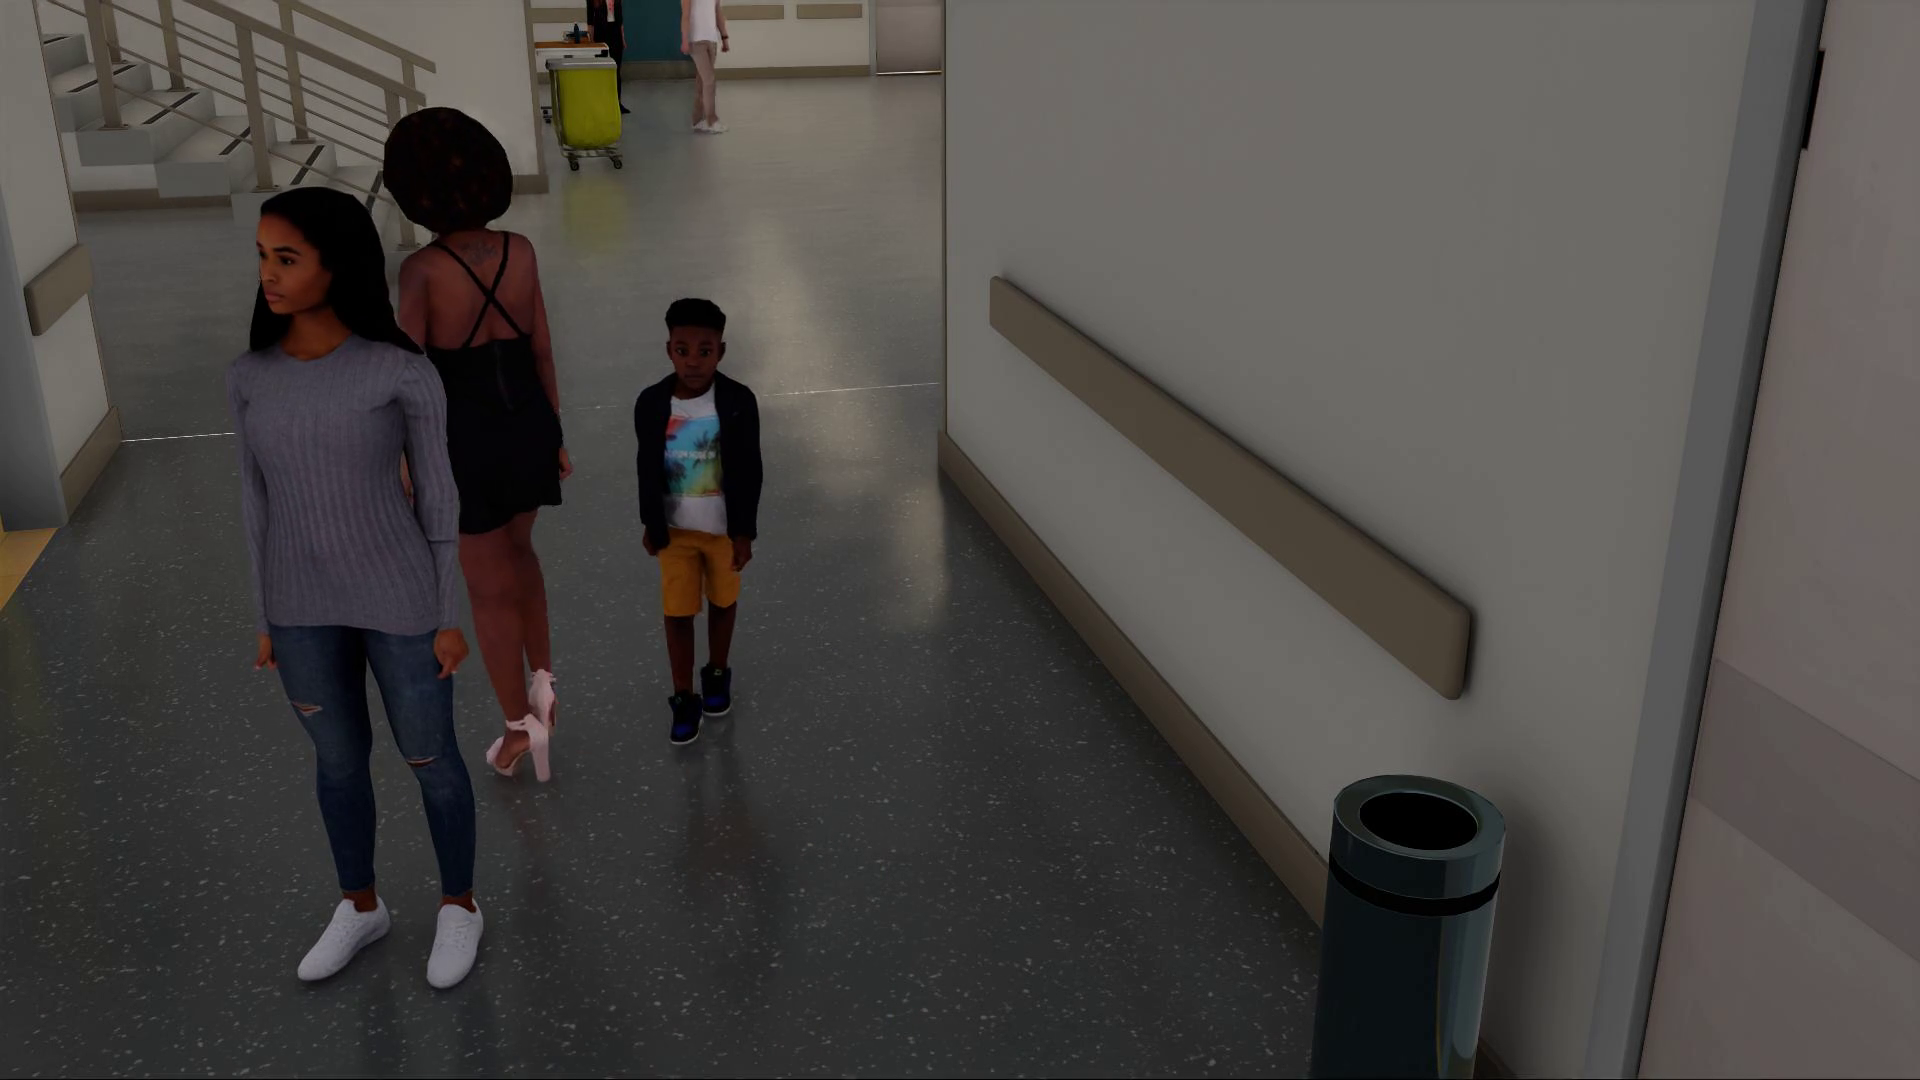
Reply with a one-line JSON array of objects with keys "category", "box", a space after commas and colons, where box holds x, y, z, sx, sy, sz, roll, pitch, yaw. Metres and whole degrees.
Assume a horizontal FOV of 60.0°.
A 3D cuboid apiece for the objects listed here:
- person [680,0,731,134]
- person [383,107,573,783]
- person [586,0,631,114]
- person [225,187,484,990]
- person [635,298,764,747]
[{"category": "person", "box": [-2.760, -5.204, 17.394, 1.027, 1.866, 0.983, 14, 25, 33]}, {"category": "person", "box": [-1.145, -0.179, 4.252, 0.762, 1.776, 0.696, 19, 28, 41]}, {"category": "person", "box": [-4.077, -5.804, 19.193, 0.583, 1.713, 0.730, -15, 25, -34]}, {"category": "person", "box": [-1.248, 0.132, 3.491, 0.591, 1.734, 0.735, 2, 21, 5]}, {"category": "person", "box": [-0.727, -0.092, 4.759, 0.635, 1.254, 0.612, -2, 21, -6]}]
